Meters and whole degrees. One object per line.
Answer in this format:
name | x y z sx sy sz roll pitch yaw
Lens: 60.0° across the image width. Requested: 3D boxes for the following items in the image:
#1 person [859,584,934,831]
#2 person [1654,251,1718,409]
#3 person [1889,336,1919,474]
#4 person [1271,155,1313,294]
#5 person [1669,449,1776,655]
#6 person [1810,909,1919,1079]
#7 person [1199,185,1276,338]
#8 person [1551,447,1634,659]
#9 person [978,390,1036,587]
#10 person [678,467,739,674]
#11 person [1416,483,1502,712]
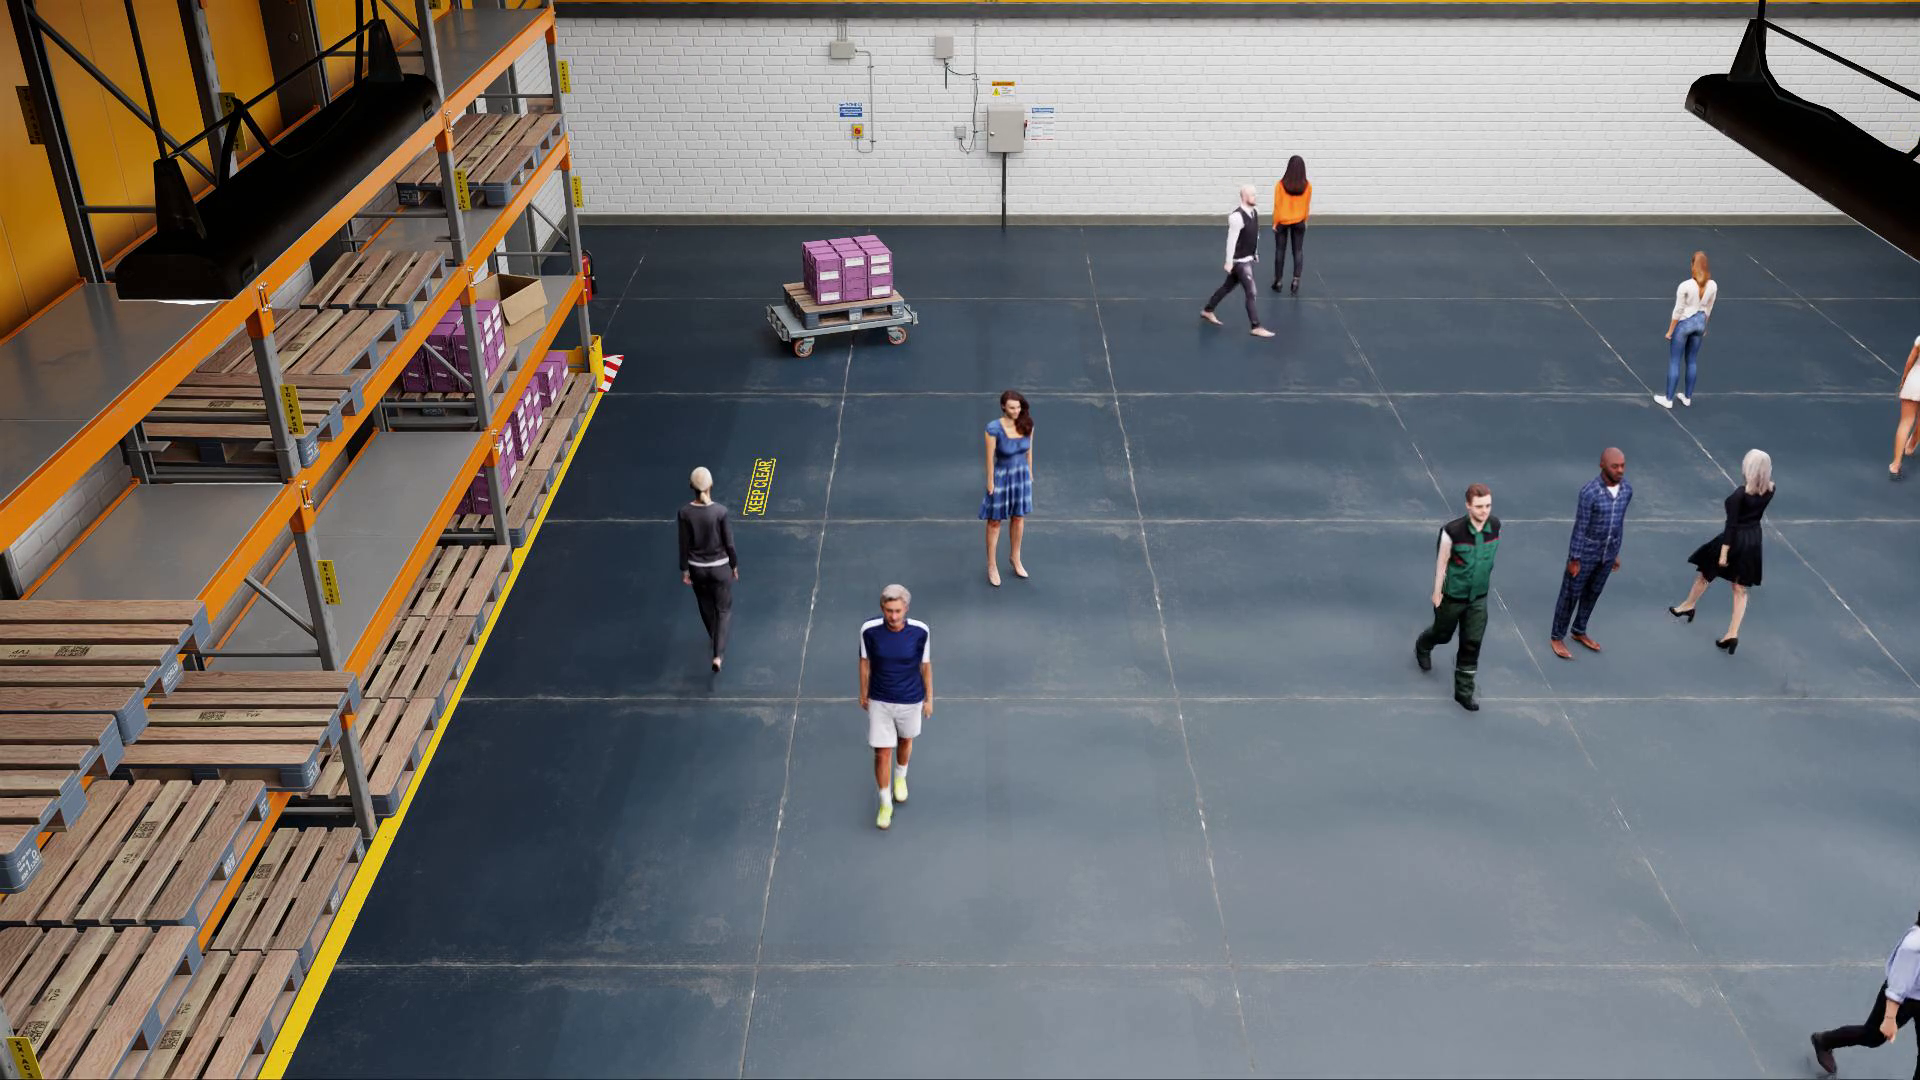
person | -0.454 1.045 11.623 0.701 1.818 0.889 -2 29 -4
person | 7.785 -2.249 17.764 0.643 1.720 0.570 -5 29 -10
person | 9.440 -1.433 16.340 0.928 1.651 1.183 15 32 25
person | 4.155 -3.976 20.900 0.620 1.749 0.544 -1 29 -2
person | 6.327 0.123 13.414 0.840 1.723 1.052 -10 30 -18
person | 5.114 2.495 9.086 0.897 1.702 1.226 -9 30 -17
person | 3.239 -3.297 19.627 1.168 1.776 1.269 16 32 27
person | 5.097 0.074 13.403 0.735 1.818 0.726 -10 30 -18
person | 0.433 -0.460 14.396 0.759 1.805 0.754 -15 32 -25
person | -1.999 0.244 13.216 0.635 1.699 1.035 1 29 2
person | 3.852 0.363 12.883 0.825 1.809 1.197 -5 29 -9
